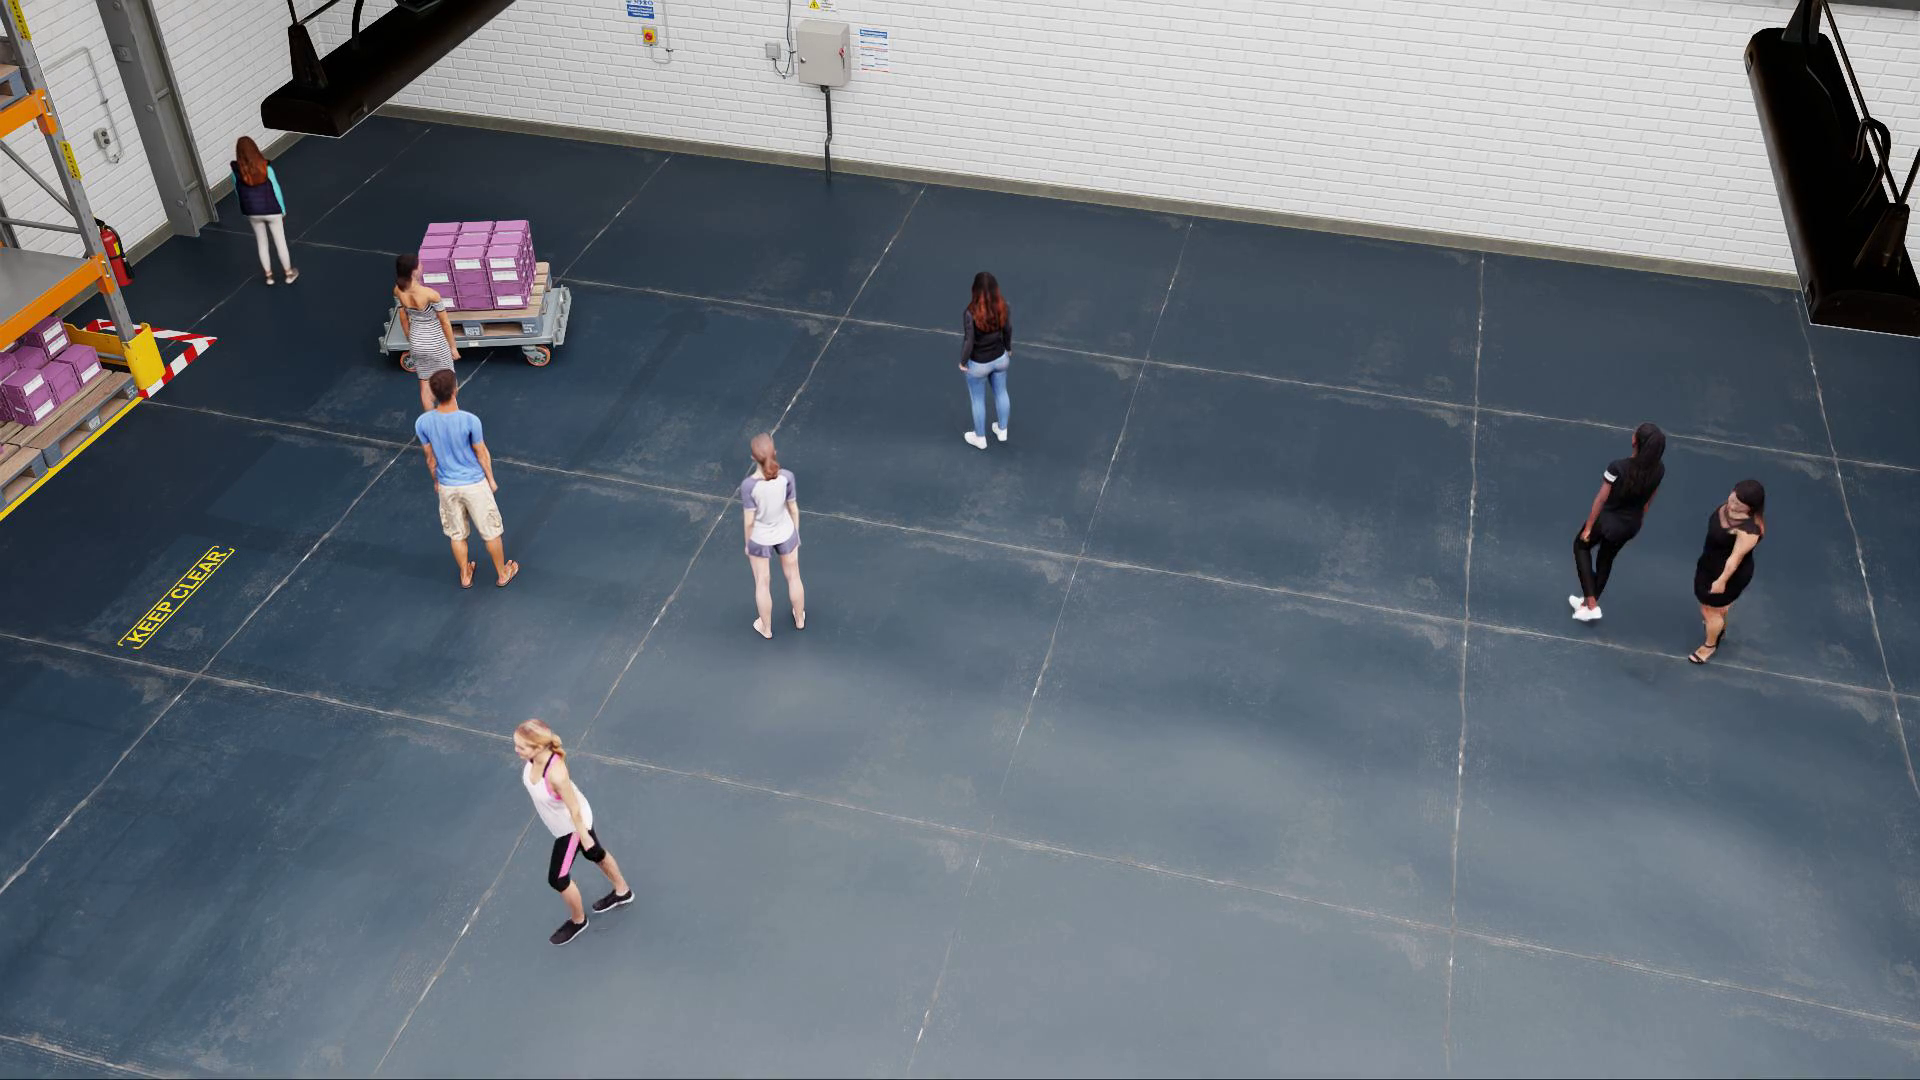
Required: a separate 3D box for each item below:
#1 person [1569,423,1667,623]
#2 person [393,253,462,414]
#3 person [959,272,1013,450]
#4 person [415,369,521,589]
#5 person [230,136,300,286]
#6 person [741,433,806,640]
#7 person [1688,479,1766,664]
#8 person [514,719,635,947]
[{"bbox_3d":[4.808,-0.052,12.094,0.769,1.719,0.819,-7,39,-9],"label":"person"},{"bbox_3d":[-4.443,-1.582,13.926,0.602,1.823,0.519,8,39,10],"label":"person"},{"bbox_3d":[0.224,-1.521,14.003,0.721,1.634,0.783,-20,43,-23],"label":"person"},{"bbox_3d":[-3.728,-0.436,12.461,0.714,1.861,0.663,-1,39,-1],"label":"person"},{"bbox_3d":[-6.809,-3.217,16.237,0.658,1.495,0.682,-4,39,-5],"label":"person"},{"bbox_3d":[-1.362,-0.031,12.027,0.687,1.769,0.731,-14,41,-17],"label":"person"},{"bbox_3d":[5.486,0.198,11.820,0.856,1.670,0.580,20,43,23],"label":"person"},{"bbox_3d":[-2.264,1.662,9.925,0.930,1.748,0.873,-19,42,-22],"label":"person"}]
